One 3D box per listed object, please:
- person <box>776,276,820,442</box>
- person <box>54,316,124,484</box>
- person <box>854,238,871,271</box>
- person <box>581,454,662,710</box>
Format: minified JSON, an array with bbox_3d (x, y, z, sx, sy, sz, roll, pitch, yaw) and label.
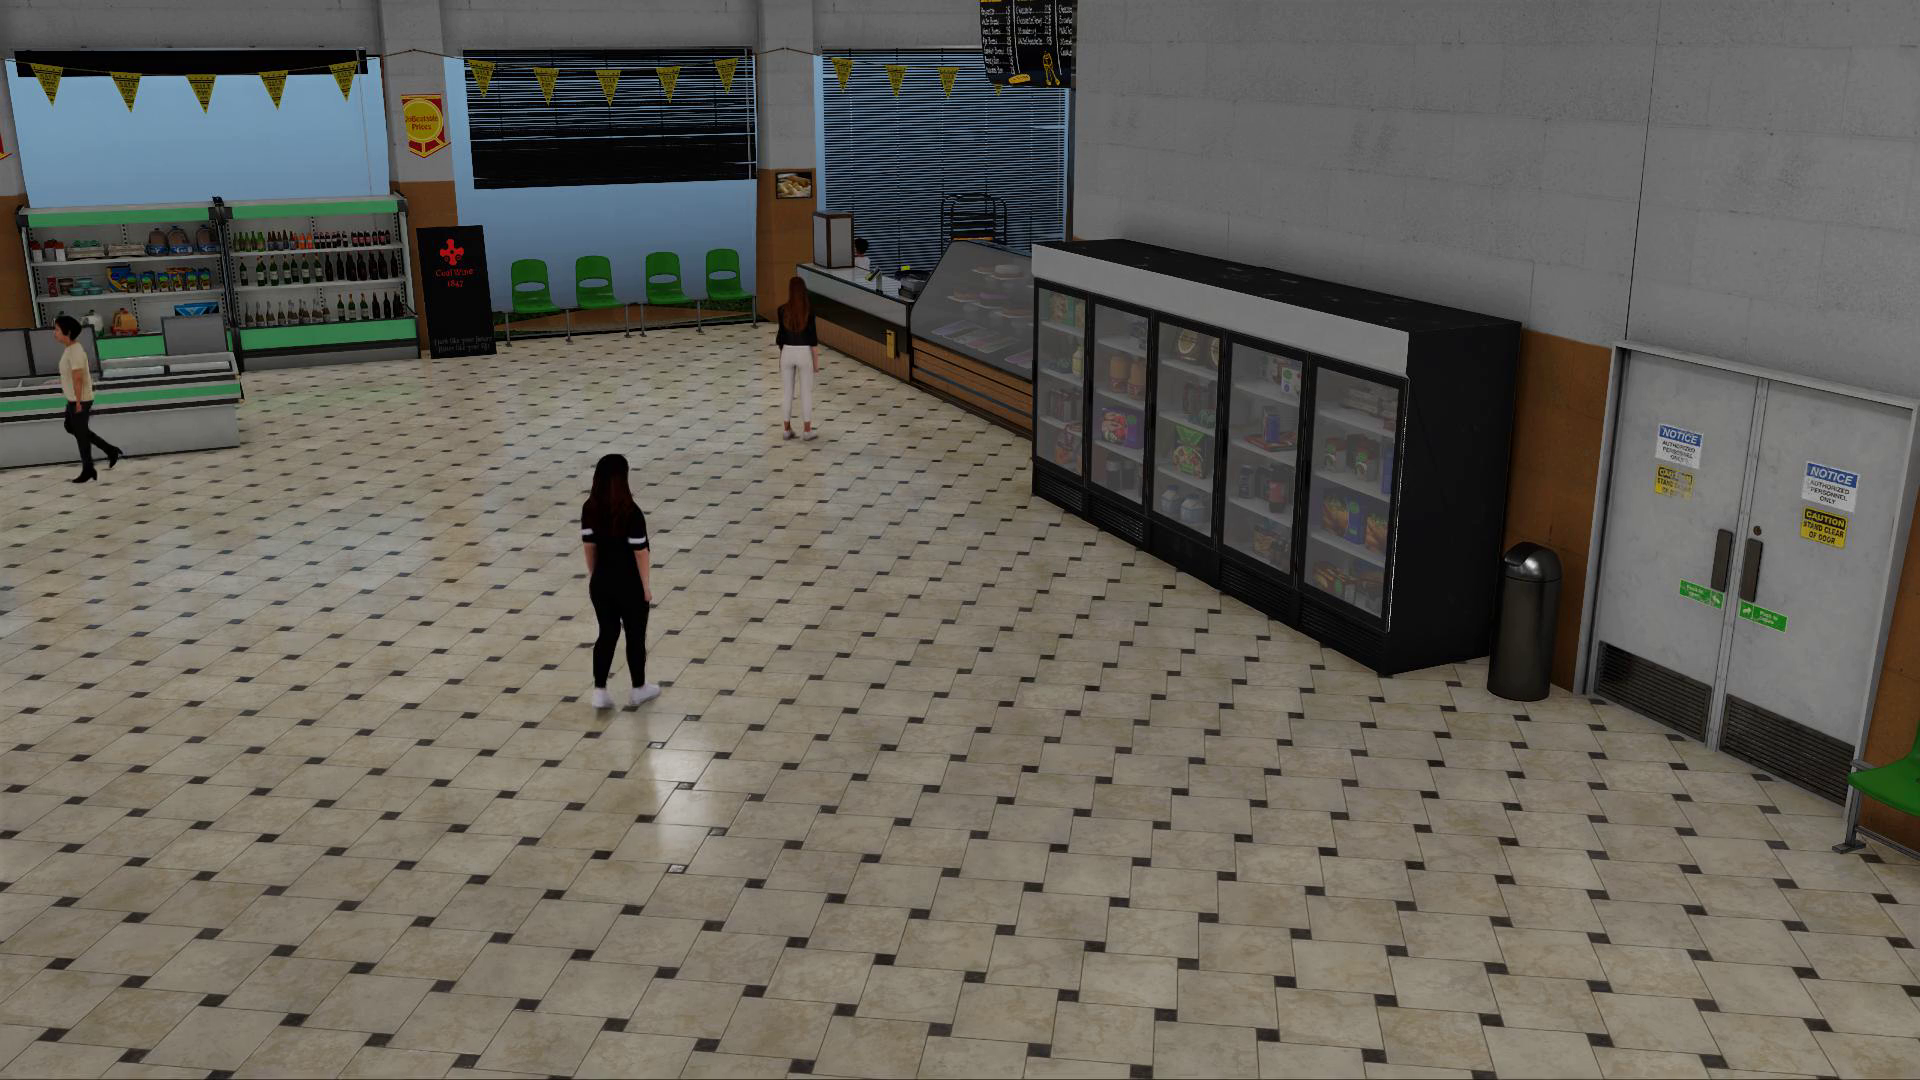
[{"bbox_3d":[-1.699,-1.888,17.313,0.643,1.699,0.730,3,17,11],"label":"person"},{"bbox_3d":[-8.228,-1.325,15.669,0.705,1.576,0.620,-9,19,-27],"label":"person"},{"bbox_3d":[-1.435,-3.773,24.270,0.618,1.262,0.530,16,23,41],"label":"person"},{"bbox_3d":[-2.141,0.266,10.316,0.836,1.642,0.898,6,18,20],"label":"person"}]
